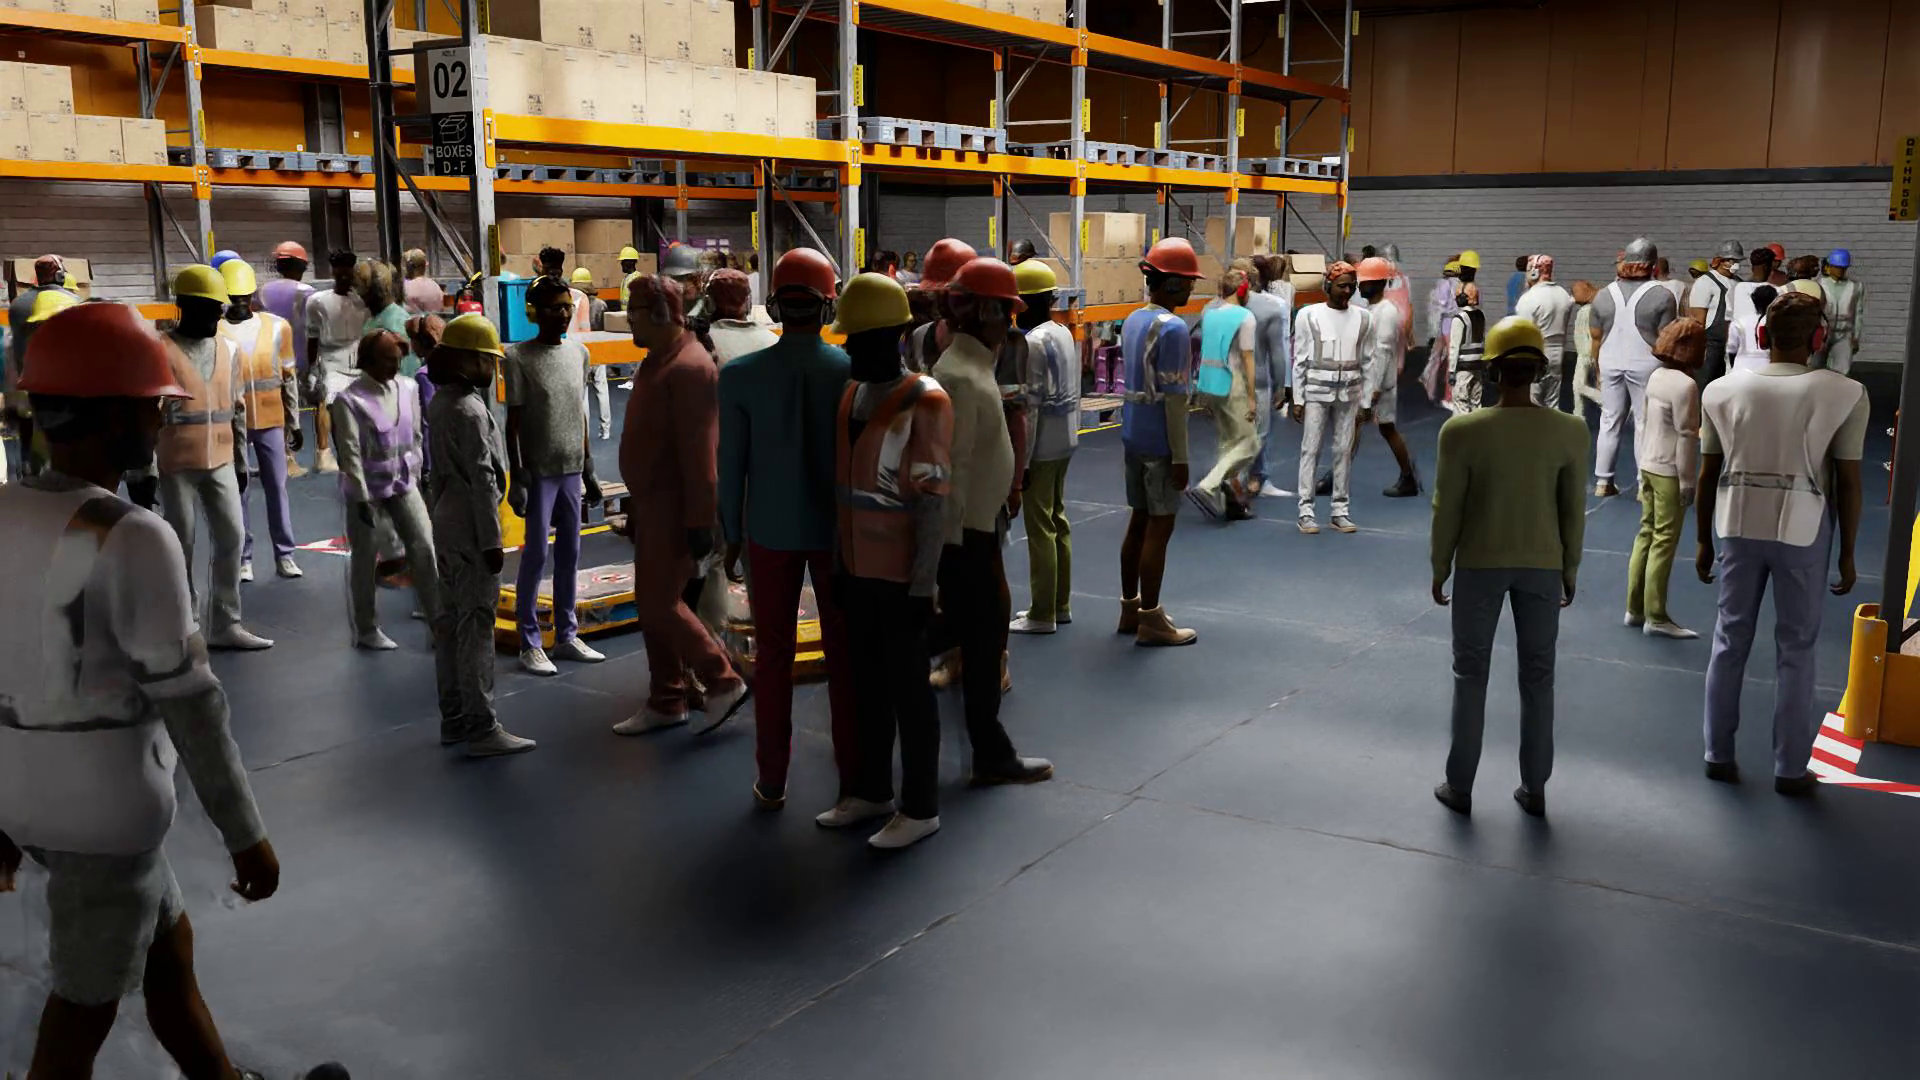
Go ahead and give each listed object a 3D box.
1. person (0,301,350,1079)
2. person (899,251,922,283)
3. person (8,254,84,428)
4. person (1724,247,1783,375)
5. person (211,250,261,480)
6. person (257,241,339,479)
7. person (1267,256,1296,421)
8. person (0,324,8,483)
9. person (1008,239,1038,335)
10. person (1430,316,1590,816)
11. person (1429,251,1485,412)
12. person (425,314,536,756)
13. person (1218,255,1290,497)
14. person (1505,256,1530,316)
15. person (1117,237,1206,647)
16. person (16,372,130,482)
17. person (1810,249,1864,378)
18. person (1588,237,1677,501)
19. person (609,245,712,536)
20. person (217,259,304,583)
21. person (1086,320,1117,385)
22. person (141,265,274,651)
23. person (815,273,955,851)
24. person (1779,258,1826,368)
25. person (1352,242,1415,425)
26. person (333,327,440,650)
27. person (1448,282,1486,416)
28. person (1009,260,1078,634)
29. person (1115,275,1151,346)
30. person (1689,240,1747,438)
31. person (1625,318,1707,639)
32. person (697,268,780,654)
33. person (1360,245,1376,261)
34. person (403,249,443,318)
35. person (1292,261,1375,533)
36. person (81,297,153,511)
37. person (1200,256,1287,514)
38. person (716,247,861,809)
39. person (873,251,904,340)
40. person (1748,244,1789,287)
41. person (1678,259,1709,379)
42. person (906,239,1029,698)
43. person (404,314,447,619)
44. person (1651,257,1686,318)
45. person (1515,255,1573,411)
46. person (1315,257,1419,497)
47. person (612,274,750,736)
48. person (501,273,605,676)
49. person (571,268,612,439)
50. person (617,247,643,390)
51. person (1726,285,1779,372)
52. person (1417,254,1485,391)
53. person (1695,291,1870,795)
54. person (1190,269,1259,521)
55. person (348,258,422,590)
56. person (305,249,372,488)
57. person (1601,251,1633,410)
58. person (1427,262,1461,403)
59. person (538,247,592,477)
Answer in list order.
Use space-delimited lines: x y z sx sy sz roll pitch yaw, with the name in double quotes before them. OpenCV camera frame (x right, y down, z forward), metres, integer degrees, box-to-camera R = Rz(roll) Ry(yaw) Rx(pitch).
"person" -1.560 0.494 3.274 0.572 1.895 0.919 8 13 36
"person" -0.794 -3.597 26.107 0.506 1.844 0.345 -8 13 -36
"person" -7.205 -1.321 13.318 0.643 1.910 0.400 1 10 6
"person" 7.758 -1.880 16.296 0.386 1.957 0.603 -6 12 -29
"person" -6.152 -1.458 14.001 0.416 1.940 0.610 0 10 0
"person" -5.636 -1.535 14.251 0.601 2.007 0.754 2 11 14
"person" 3.541 -2.263 18.715 0.513 1.844 0.336 -9 13 -40
"person" -7.757 -1.188 13.046 0.348 1.740 0.574 3 11 18
"person" 0.750 -2.520 19.596 0.536 2.000 0.683 -5 11 -25
"person" 1.920 0.099 5.863 0.525 1.762 0.340 1 10 7
"person" 5.844 -2.429 19.484 0.668 1.895 0.617 -5 11 -25
"person" -1.920 -0.020 6.591 0.308 1.736 0.484 -8 13 -37
"person" 2.270 -1.276 13.097 0.500 1.904 0.654 -8 13 -37
"person" 7.764 -3.006 22.946 0.438 1.814 0.672 -3 11 -15
"person" 1.019 -0.486 8.349 0.400 2.034 0.609 -3 11 -17
"person" -4.878 -0.453 9.156 0.381 1.674 0.560 7 12 33
"person" 9.558 -2.211 18.218 0.633 1.913 0.851 3 11 16
"person" 5.299 -1.335 13.027 0.538 2.000 0.683 -10 14 -43
"person" -1.879 -0.994 11.137 0.692 2.000 1.024 6 12 30
"person" -4.222 -0.701 9.877 0.596 1.911 0.399 -7 13 -35
"person" 2.141 -3.150 23.509 0.566 1.883 0.978 8 13 37
"person" -3.747 -0.381 8.135 0.550 1.898 0.696 7 12 34
"person" -0.260 0.074 5.578 0.386 1.917 0.582 -8 13 -36
"person" 9.002 -2.122 17.979 0.632 1.836 0.429 -3 11 -17
"person" 4.654 -2.322 18.496 0.712 2.000 0.813 -4 11 -23
"person" -2.731 -0.221 8.049 0.748 1.599 0.551 7 12 33
"person" 4.712 -1.575 15.499 0.514 1.634 0.313 -9 14 -42
"person" 0.401 -0.474 8.600 0.397 1.920 0.587 4 11 21
"person" 2.345 -2.965 22.659 0.633 1.832 0.430 -9 14 -42
"person" 7.788 -2.050 16.989 0.681 2.000 0.535 -5 11 -26
"person" 3.639 -0.321 8.535 0.266 1.631 0.507 0 10 2
"person" -1.064 -0.304 7.727 0.657 1.895 0.399 -9 13 -40
"person" 6.857 -3.980 27.964 0.370 1.940 0.627 3 11 17
"person" -5.082 -1.758 15.674 0.372 1.937 0.641 2 10 10
"person" 2.581 -0.979 11.513 0.581 1.879 0.355 -1 10 -6
"person" -5.078 -0.600 9.937 0.536 1.688 0.323 -4 11 -22
"person" 2.026 -1.105 12.118 0.654 1.918 0.681 6 12 28
"person" -0.545 -0.029 5.914 0.622 1.993 0.382 -1 10 -4
"person" -0.793 -2.098 17.641 0.598 1.908 0.410 -9 14 -41
"person" 10.292 -2.776 21.198 0.651 1.974 0.407 -3 11 -16
"person" 9.706 -2.813 21.978 0.317 1.769 0.522 -6 12 -30
"person" 0.001 -0.298 7.334 0.618 2.028 0.409 6 12 30
"person" -2.796 -0.395 8.956 0.315 1.631 0.526 0 10 0
"person" 8.557 -2.540 20.329 0.612 1.816 0.456 0 10 -2
"person" 5.023 -1.528 14.506 0.644 1.898 0.397 -7 12 -33
"person" 3.222 -1.264 13.066 0.909 1.893 0.555 -2 10 -11
"person" -1.193 -0.125 6.752 0.454 1.886 0.670 -5 11 -24
"person" -1.906 -0.311 7.828 0.315 1.869 0.526 7 13 35
"person" -3.791 -1.875 16.850 0.490 1.741 0.322 -8 13 -36
"person" -4.444 -2.997 22.553 0.365 1.927 0.588 -6 12 -32
"person" 6.967 -1.407 14.539 0.519 1.644 0.946 4 11 21
"person" 6.620 -2.923 22.413 1.012 1.842 0.584 9 14 42
"person" 2.981 0.017 6.108 0.561 1.836 0.397 9 13 40
"person" 1.902 -1.027 11.929 0.494 1.817 0.617 -5 11 -24
"person" -3.313 -0.646 9.553 0.578 1.916 0.657 -6 12 -32
"person" -4.971 -1.385 13.547 0.643 1.945 0.614 -5 11 -26
"person" 7.864 -2.468 19.720 0.634 1.899 0.397 -10 14 -43
"person" 6.042 -2.554 20.580 0.523 1.759 0.351 8 13 39
"person" -3.441 -1.500 14.147 0.607 1.966 0.367 -2 11 -14
